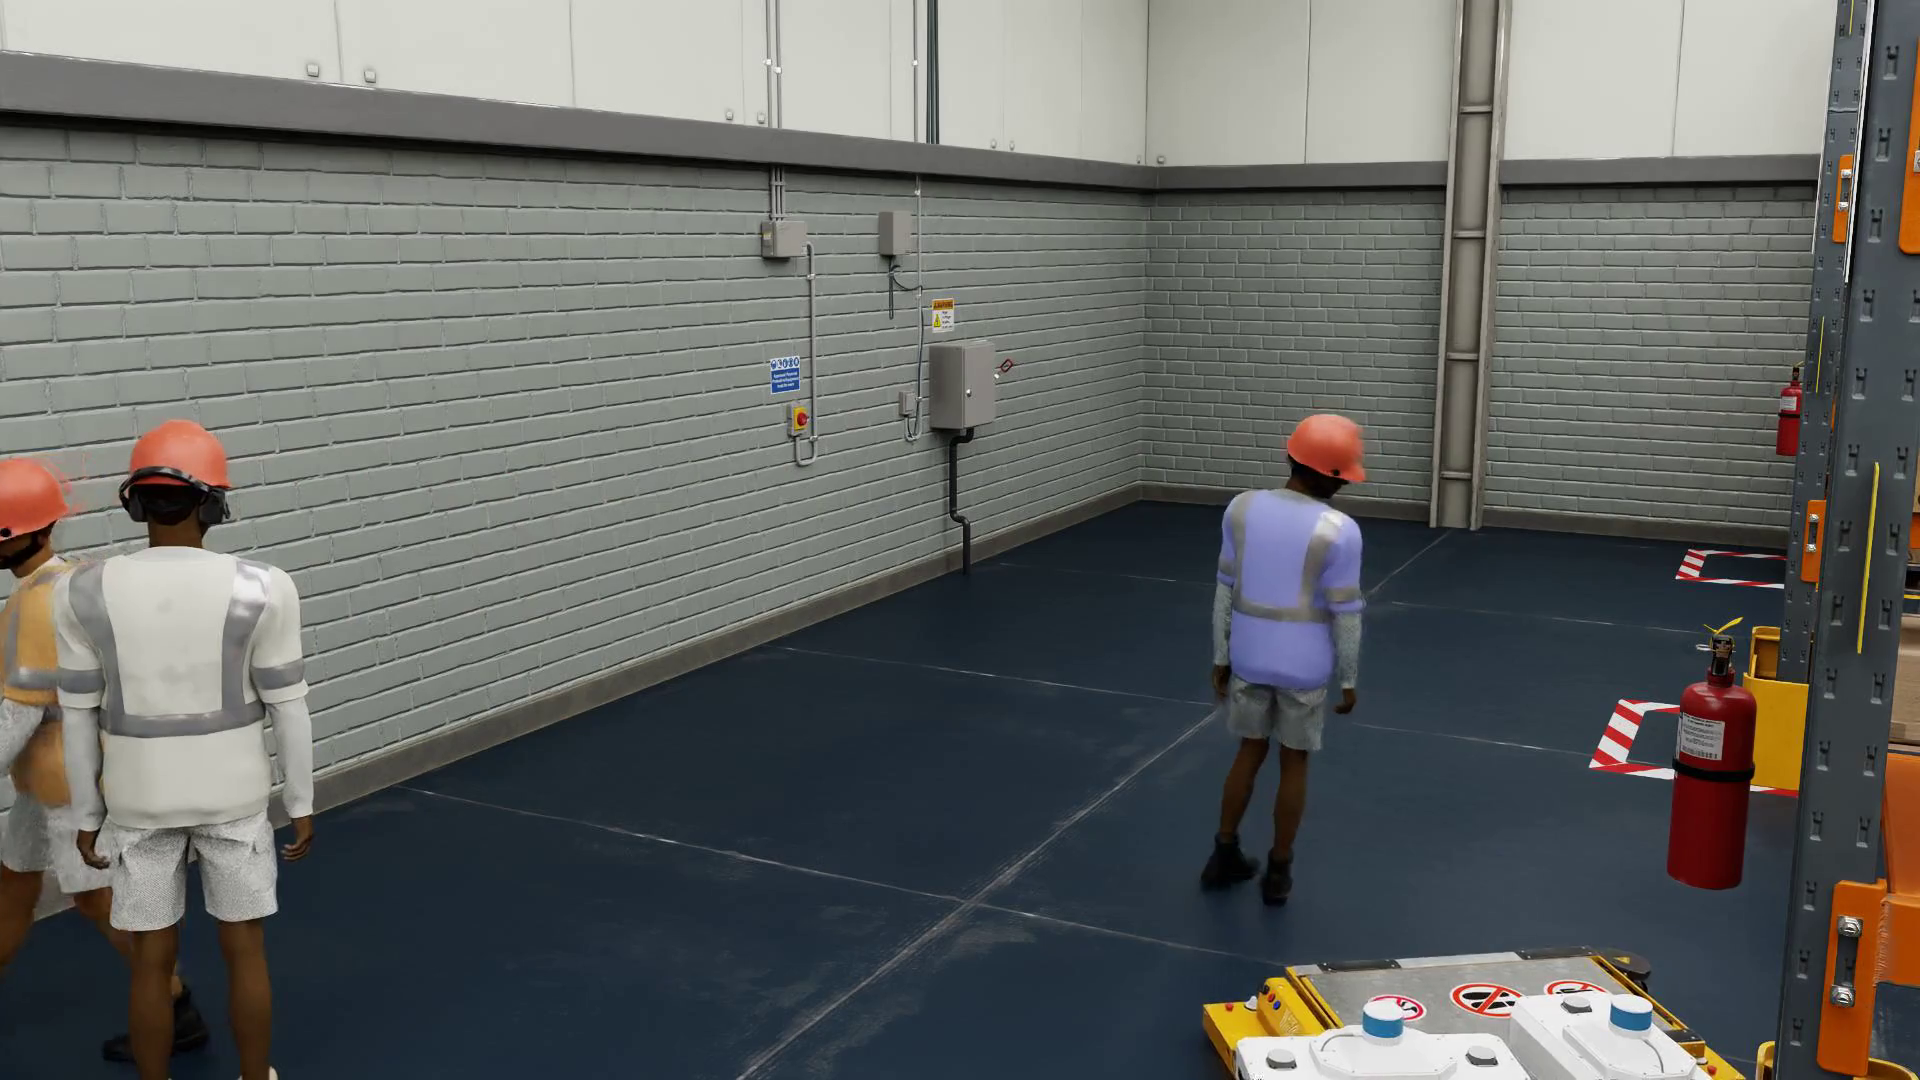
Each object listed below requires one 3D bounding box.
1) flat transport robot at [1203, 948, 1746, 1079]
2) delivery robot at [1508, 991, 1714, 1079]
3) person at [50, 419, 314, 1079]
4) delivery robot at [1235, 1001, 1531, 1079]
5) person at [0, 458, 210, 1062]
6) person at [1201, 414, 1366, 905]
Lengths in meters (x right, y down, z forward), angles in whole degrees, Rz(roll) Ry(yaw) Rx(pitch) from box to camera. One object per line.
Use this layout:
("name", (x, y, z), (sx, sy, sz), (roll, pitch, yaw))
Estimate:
("flat transport robot", (1.515, 1.481, 5.000), (1.431, 0.197, 0.652), (-1, 11, -8))
("delivery robot", (1.720, 1.420, 4.298), (0.477, 0.478, 0.707), (-2, 10, -9))
("person", (-2.078, 0.689, 4.527), (0.613, 2.030, 0.404), (-3, 11, -16))
("delivery robot", (1.073, 1.427, 4.261), (0.707, 0.478, 0.477), (0, 10, -2))
("person", (-2.757, 0.697, 4.885), (0.885, 1.882, 0.551), (-6, 12, -30))
("person", (1.200, 0.457, 6.202), (0.640, 1.880, 0.440), (7, 13, 34))
